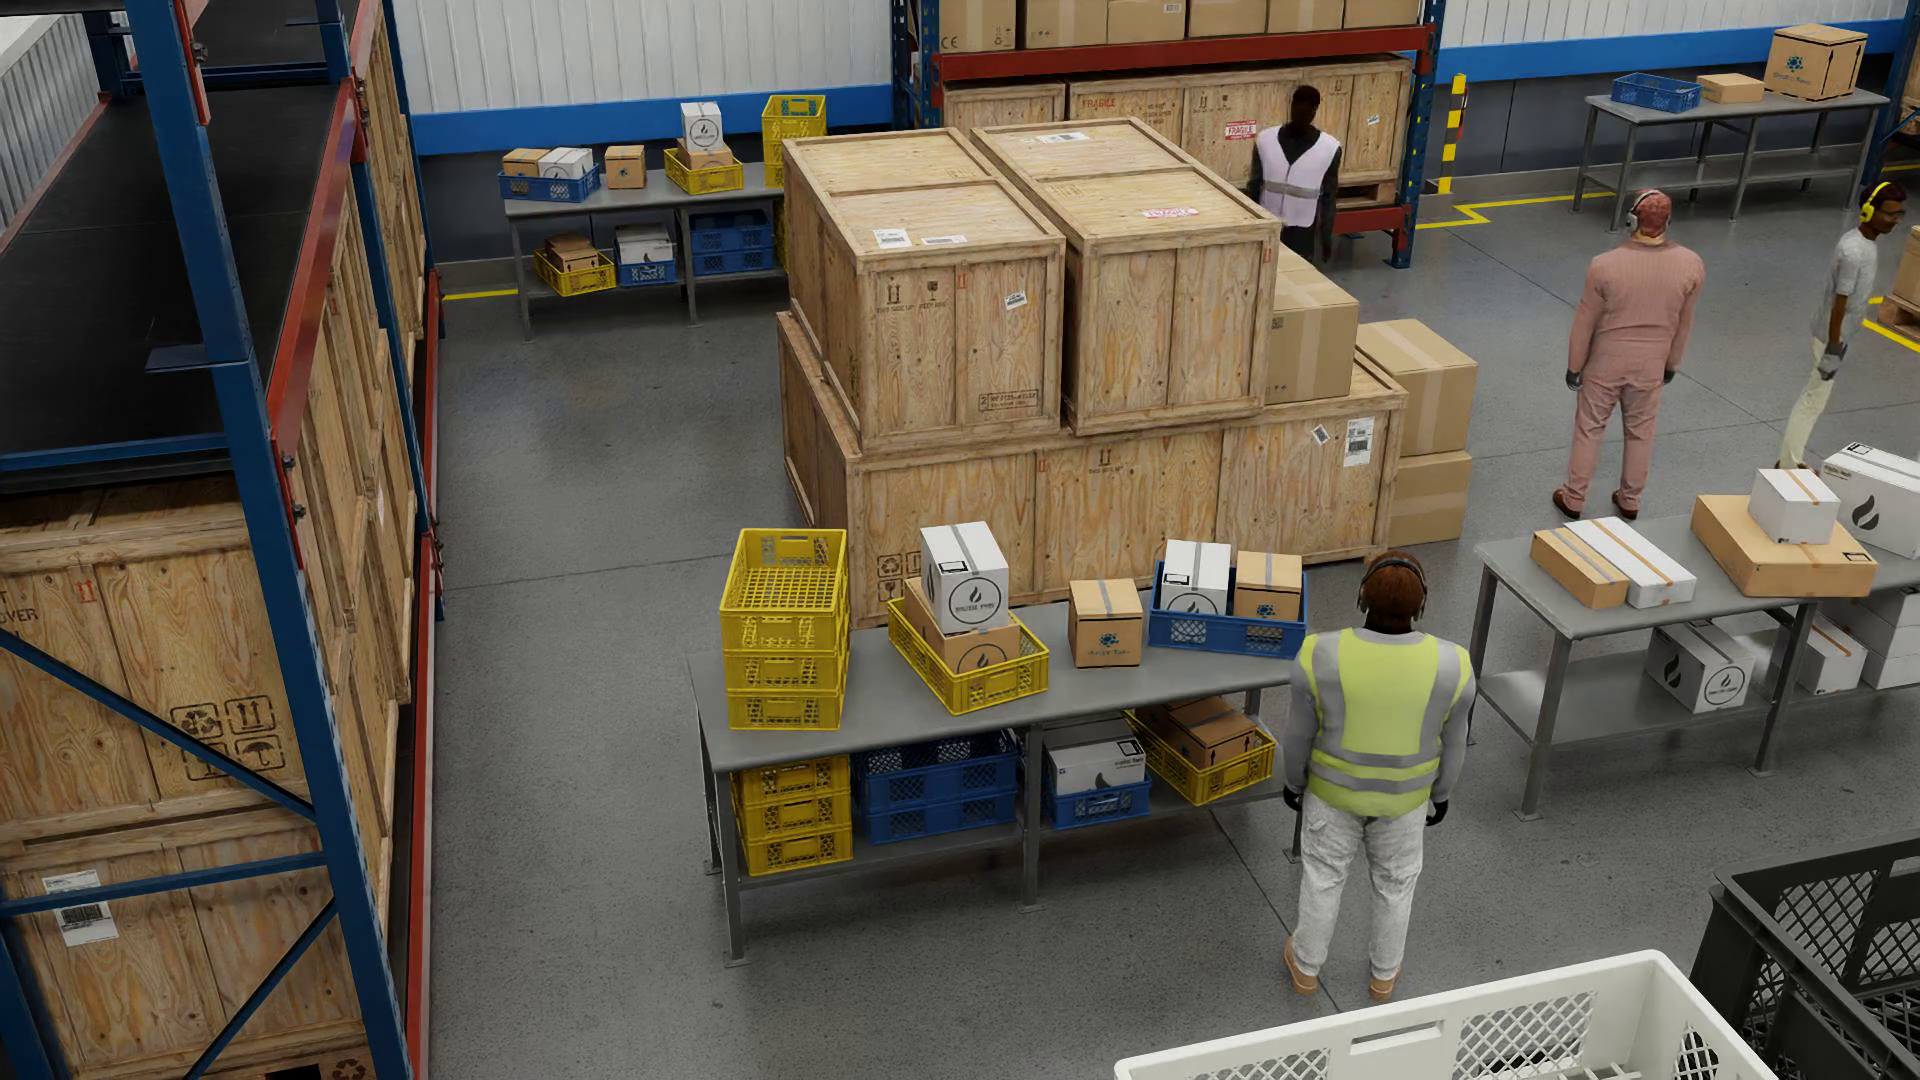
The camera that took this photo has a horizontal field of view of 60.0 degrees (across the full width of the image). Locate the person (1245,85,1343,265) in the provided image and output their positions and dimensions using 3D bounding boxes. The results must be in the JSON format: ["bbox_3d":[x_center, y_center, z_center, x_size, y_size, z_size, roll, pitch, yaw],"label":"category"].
[{"bbox_3d":[2.234,-2.126,11.273,0.637,1.911,0.356,13,31,22],"label":"person"}]

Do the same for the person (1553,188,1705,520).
[{"bbox_3d":[3.687,-1.011,9.253,0.648,1.900,0.403,1,29,2],"label":"person"}]

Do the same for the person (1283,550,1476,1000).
[{"bbox_3d":[1.444,0.861,5.909,0.627,1.844,0.429,4,29,7],"label":"person"}]

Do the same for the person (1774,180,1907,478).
[{"bbox_3d":[5.032,-1.146,9.530,0.330,1.866,0.512,16,32,26],"label":"person"}]
